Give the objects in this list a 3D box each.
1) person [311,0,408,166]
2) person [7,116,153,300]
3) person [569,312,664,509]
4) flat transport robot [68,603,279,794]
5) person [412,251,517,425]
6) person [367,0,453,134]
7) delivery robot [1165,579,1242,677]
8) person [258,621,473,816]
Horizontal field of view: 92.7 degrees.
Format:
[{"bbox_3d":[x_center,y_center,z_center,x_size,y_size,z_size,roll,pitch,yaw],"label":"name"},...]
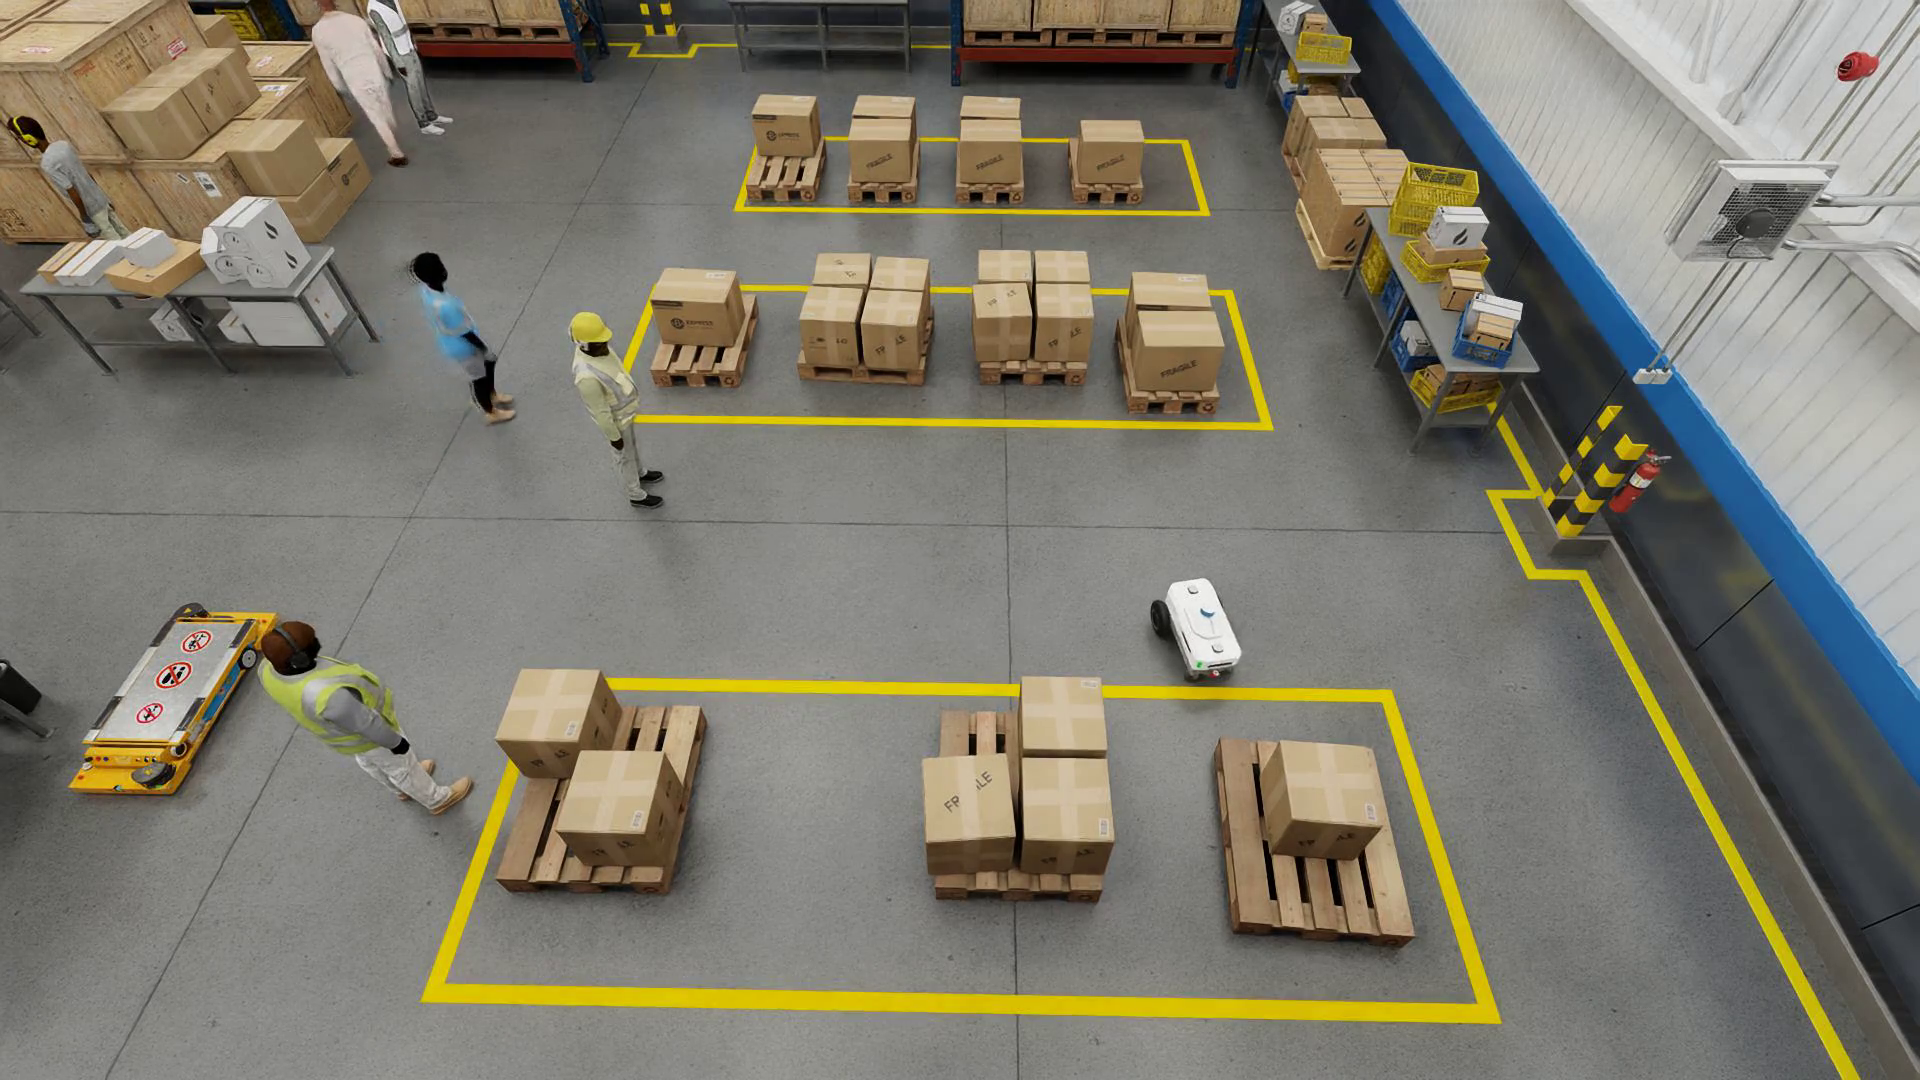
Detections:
[{"bbox_3d":[-7.203,-5.572,11.053,0.702,1.842,1.045,-36,58,-26],"label":"person"},{"bbox_3d":[-8.586,-3.266,9.077,0.329,1.865,0.514,-12,51,-10],"label":"person"},{"bbox_3d":[-2.688,-1.009,7.188,0.404,1.828,0.600,-7,50,-6],"label":"person"},{"bbox_3d":[-5.504,1.072,6.442,0.652,0.197,1.431,1,50,1],"label":"flat transport robot"},{"bbox_3d":[-4.211,-1.700,7.863,0.418,1.691,0.548,-26,55,-21],"label":"person"},{"bbox_3d":[-6.942,-6.070,11.422,0.390,1.911,0.592,-1,50,-1],"label":"person"},{"bbox_3d":[1.739,0.625,6.577,0.477,0.478,0.707,-8,50,-6],"label":"delivery robot"},{"bbox_3d":[-3.527,1.083,5.416,0.621,1.838,0.429,20,53,16],"label":"person"}]
